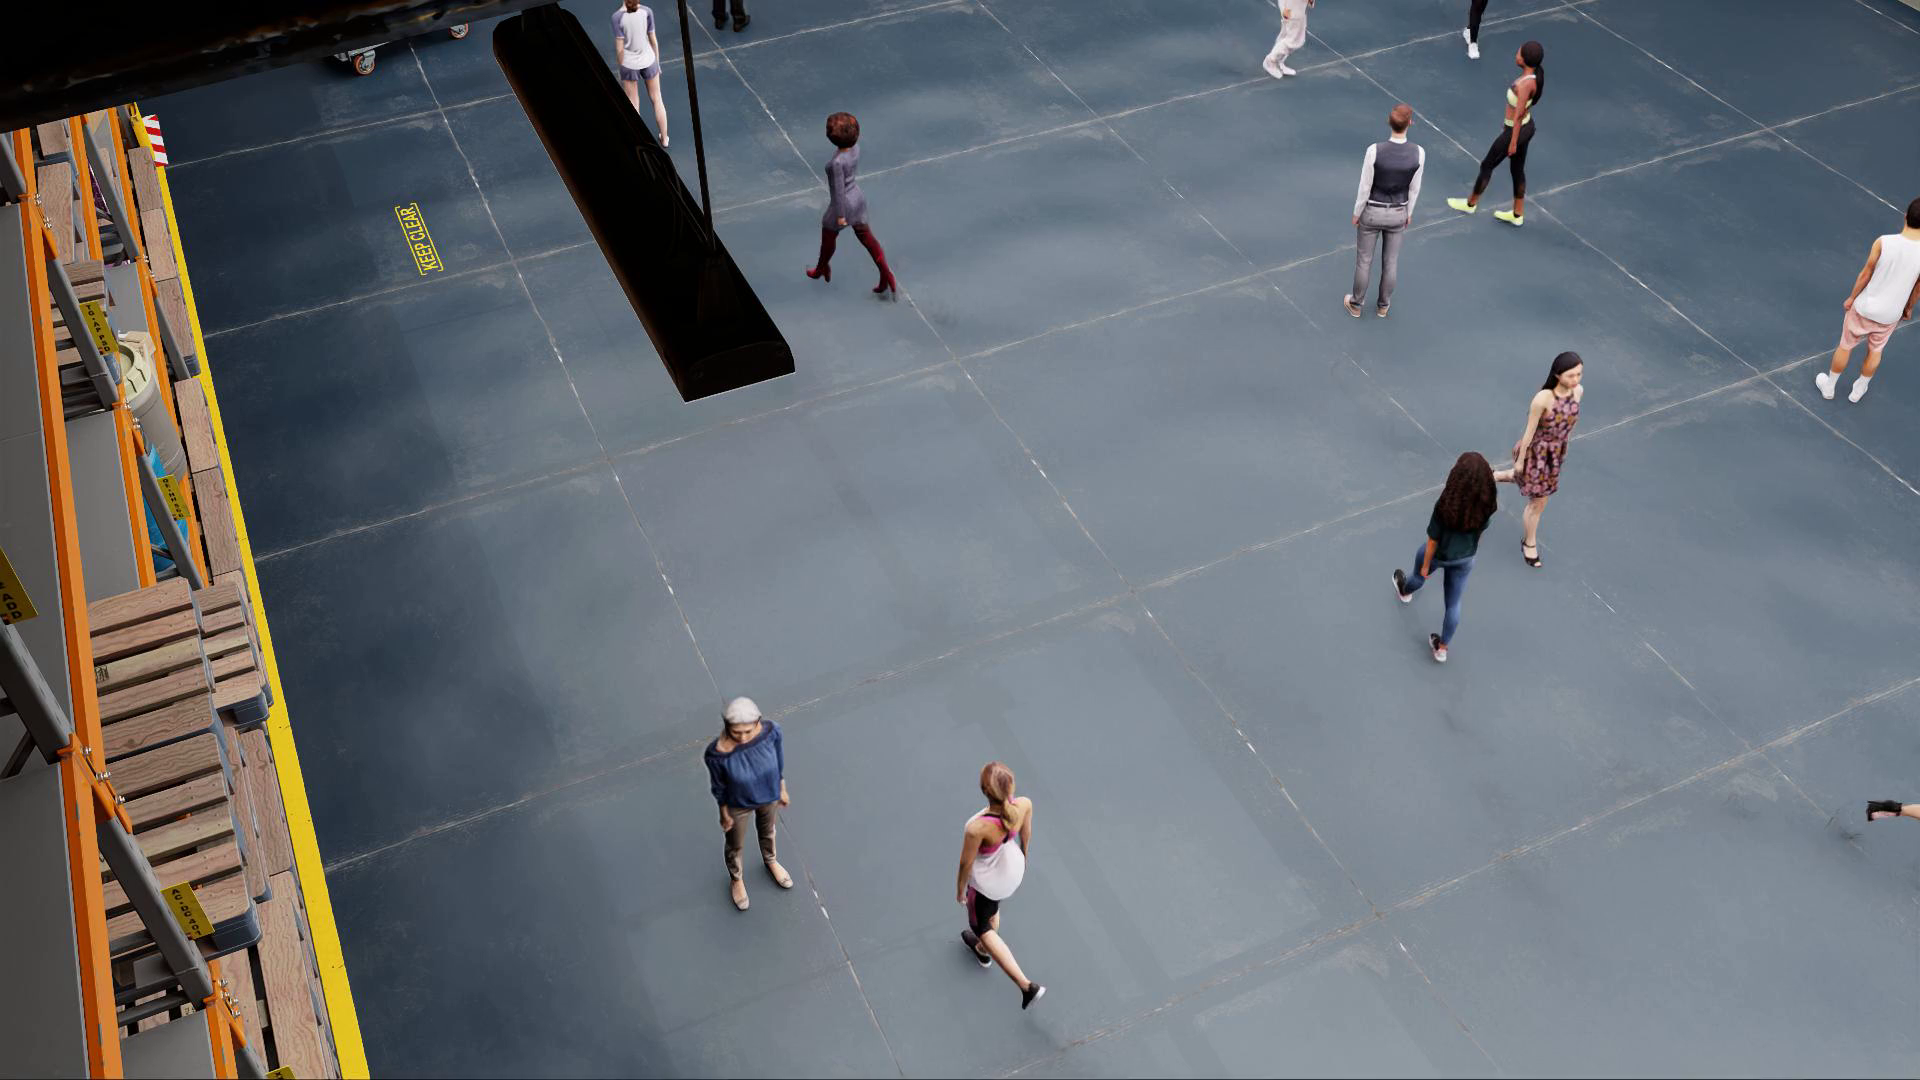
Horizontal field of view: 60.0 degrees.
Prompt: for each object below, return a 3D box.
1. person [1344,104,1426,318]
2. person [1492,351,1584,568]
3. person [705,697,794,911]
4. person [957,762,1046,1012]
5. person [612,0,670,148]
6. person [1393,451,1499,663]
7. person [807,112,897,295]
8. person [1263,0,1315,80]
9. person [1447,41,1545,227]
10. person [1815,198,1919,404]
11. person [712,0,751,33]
[{"bbox_3d":[3.510,-2.704,13.749,0.748,1.943,0.753,4,44,4],"label":"person"},{"bbox_3d":[4.036,-0.631,11.711,0.625,1.753,1.047,-19,47,-19],"label":"person"},{"bbox_3d":[-1.206,1.471,9.542,0.636,1.701,0.592,-23,48,-22],"label":"person"},{"bbox_3d":[0.234,1.903,9.040,0.777,1.768,1.034,-30,51,-28],"label":"person"},{"bbox_3d":[-3.050,-4.511,15.773,0.562,1.768,0.554,-19,47,-19],"label":"person"},{"bbox_3d":[3.270,0.152,11.010,0.820,1.584,1.096,-4,44,-5],"label":"person"},{"bbox_3d":[-0.872,-2.784,14.031,1.156,1.669,1.029,19,47,19],"label":"person"},{"bbox_3d":[3.307,-5.480,16.861,0.861,1.670,0.801,13,45,14],"label":"person"},{"bbox_3d":[5.041,-3.574,14.818,1.023,1.727,0.880,24,49,23],"label":"person"},{"bbox_3d":[7.167,-1.848,12.965,0.723,1.786,0.770,12,45,12],"label":"person"},{"bbox_3d":[-2.519,-6.358,17.604,0.774,1.917,0.795,7,44,7],"label":"person"}]
